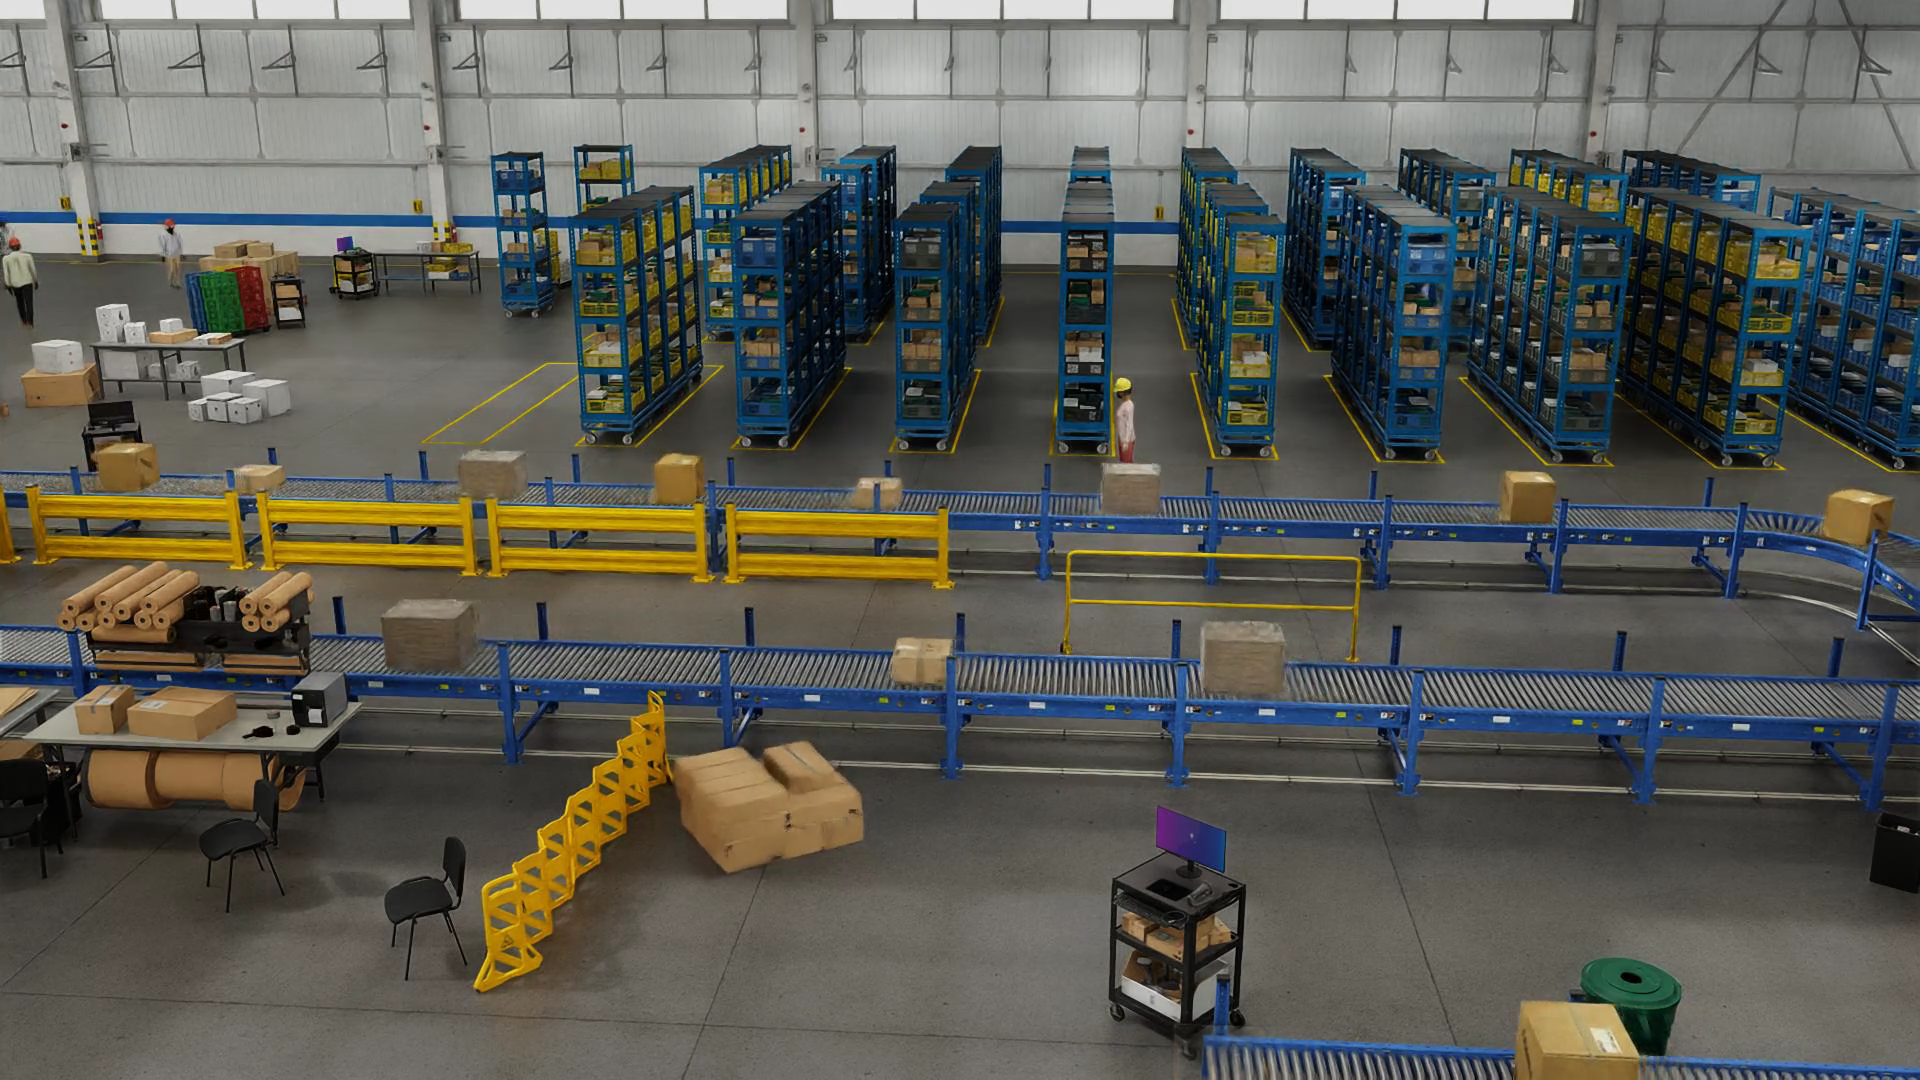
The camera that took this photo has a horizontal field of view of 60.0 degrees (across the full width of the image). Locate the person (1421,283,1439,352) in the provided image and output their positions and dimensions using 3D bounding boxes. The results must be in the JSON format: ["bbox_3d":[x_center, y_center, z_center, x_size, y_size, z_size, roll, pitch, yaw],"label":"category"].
[{"bbox_3d":[8.989,-4.313,32.237,0.503,1.834,0.583,9,20,26],"label":"person"}]

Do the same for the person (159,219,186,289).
[{"bbox_3d":[-19.428,-7.063,41.116,0.485,1.733,0.595,10,20,29],"label":"person"}]

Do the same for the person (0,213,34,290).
[{"bbox_3d":[-23.318,-7.062,40.857,0.919,1.898,0.630,6,19,19],"label":"person"}]

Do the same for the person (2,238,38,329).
[{"bbox_3d":[-20.344,-5.568,36.051,0.602,1.954,1.030,-7,19,-21],"label":"person"}]

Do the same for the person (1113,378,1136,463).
[{"bbox_3d":[2.269,-1.385,23.079,0.325,1.760,0.523,-1,18,-4],"label":"person"}]
